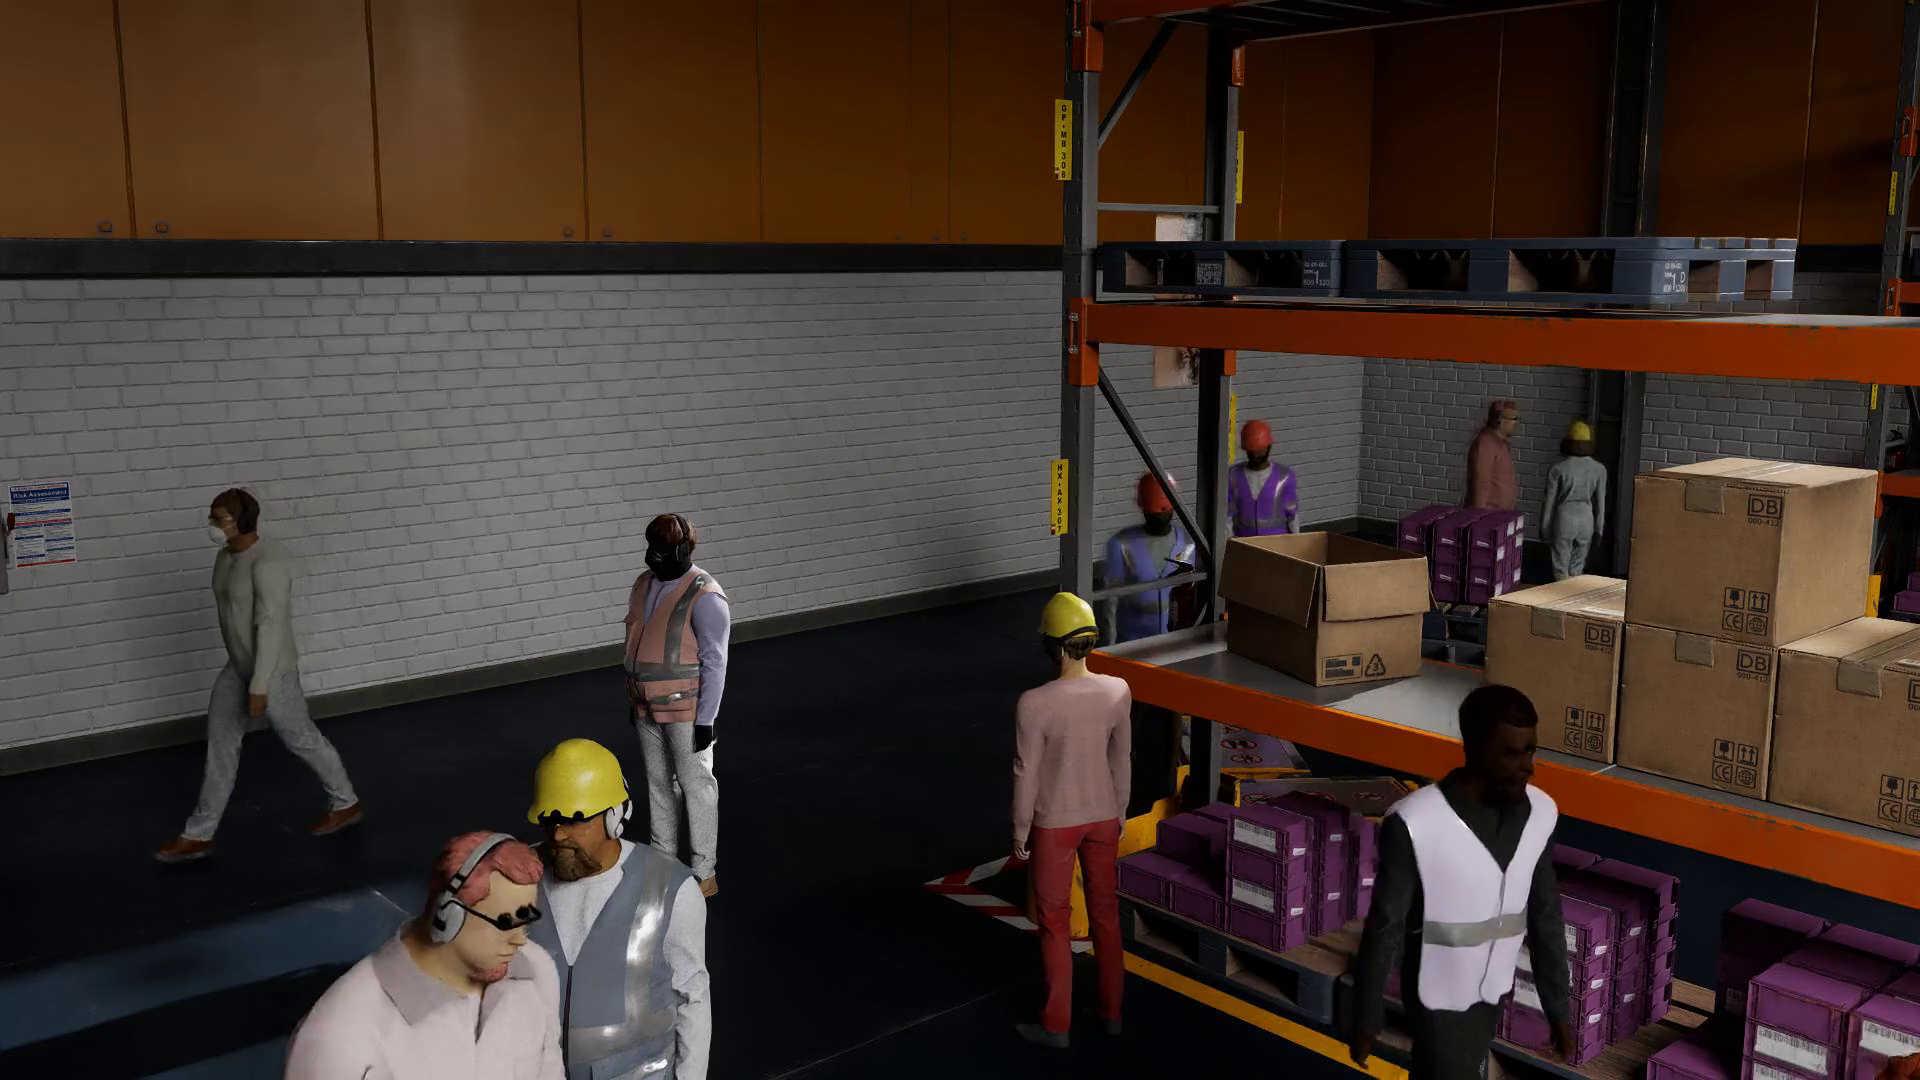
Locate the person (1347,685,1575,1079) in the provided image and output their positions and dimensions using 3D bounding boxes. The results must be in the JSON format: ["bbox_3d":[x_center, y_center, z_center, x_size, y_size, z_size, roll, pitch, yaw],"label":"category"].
[{"bbox_3d":[1.470,1.319,4.684,0.611,1.855,1.004,-5,11,-29],"label":"person"}]

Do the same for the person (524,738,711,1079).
[{"bbox_3d":[-0.950,1.397,4.309,0.602,1.830,0.404,1,10,7],"label":"person"}]

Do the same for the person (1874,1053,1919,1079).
[{"bbox_3d":[1.463,1.684,2.560,0.591,1.854,0.782,-6,11,-31],"label":"person"}]

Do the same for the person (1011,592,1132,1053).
[{"bbox_3d":[0.427,1.074,6.417,0.527,1.761,0.347,-5,11,-29],"label":"person"}]

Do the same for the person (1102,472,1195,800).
[{"bbox_3d":[1.061,0.530,9.198,0.576,1.909,0.659,-1,10,-5],"label":"person"}]

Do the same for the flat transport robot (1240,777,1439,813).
[{"bbox_3d":[1.917,1.431,8.672,1.431,0.197,0.652,-1,10,-4],"label":"flat transport robot"}]

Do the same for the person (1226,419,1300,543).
[{"bbox_3d":[2.194,0.037,12.113,0.552,1.895,0.778,3,10,18],"label":"person"}]

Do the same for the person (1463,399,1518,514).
[{"bbox_3d":[4.251,-0.183,13.358,0.406,1.895,0.689,5,11,25],"label":"person"}]

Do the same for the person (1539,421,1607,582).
[{"bbox_3d":[4.979,-0.110,13.493,0.501,1.718,0.760,-1,10,-3],"label":"person"}]

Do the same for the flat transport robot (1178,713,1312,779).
[{"bbox_3d":[1.598,1.257,9.692,0.652,0.197,1.431,0,10,0],"label":"flat transport robot"}]

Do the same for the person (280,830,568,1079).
[{"bbox_3d":[-1.094,1.518,3.475,0.422,1.873,0.731,6,12,33],"label":"person"}]

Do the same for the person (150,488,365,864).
[{"bbox_3d":[-3.579,0.665,8.475,0.646,1.884,1.062,9,13,41],"label":"person"}]

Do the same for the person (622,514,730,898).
[{"bbox_3d":[-1.358,0.790,7.833,0.627,1.847,0.429,9,13,41],"label":"person"}]
